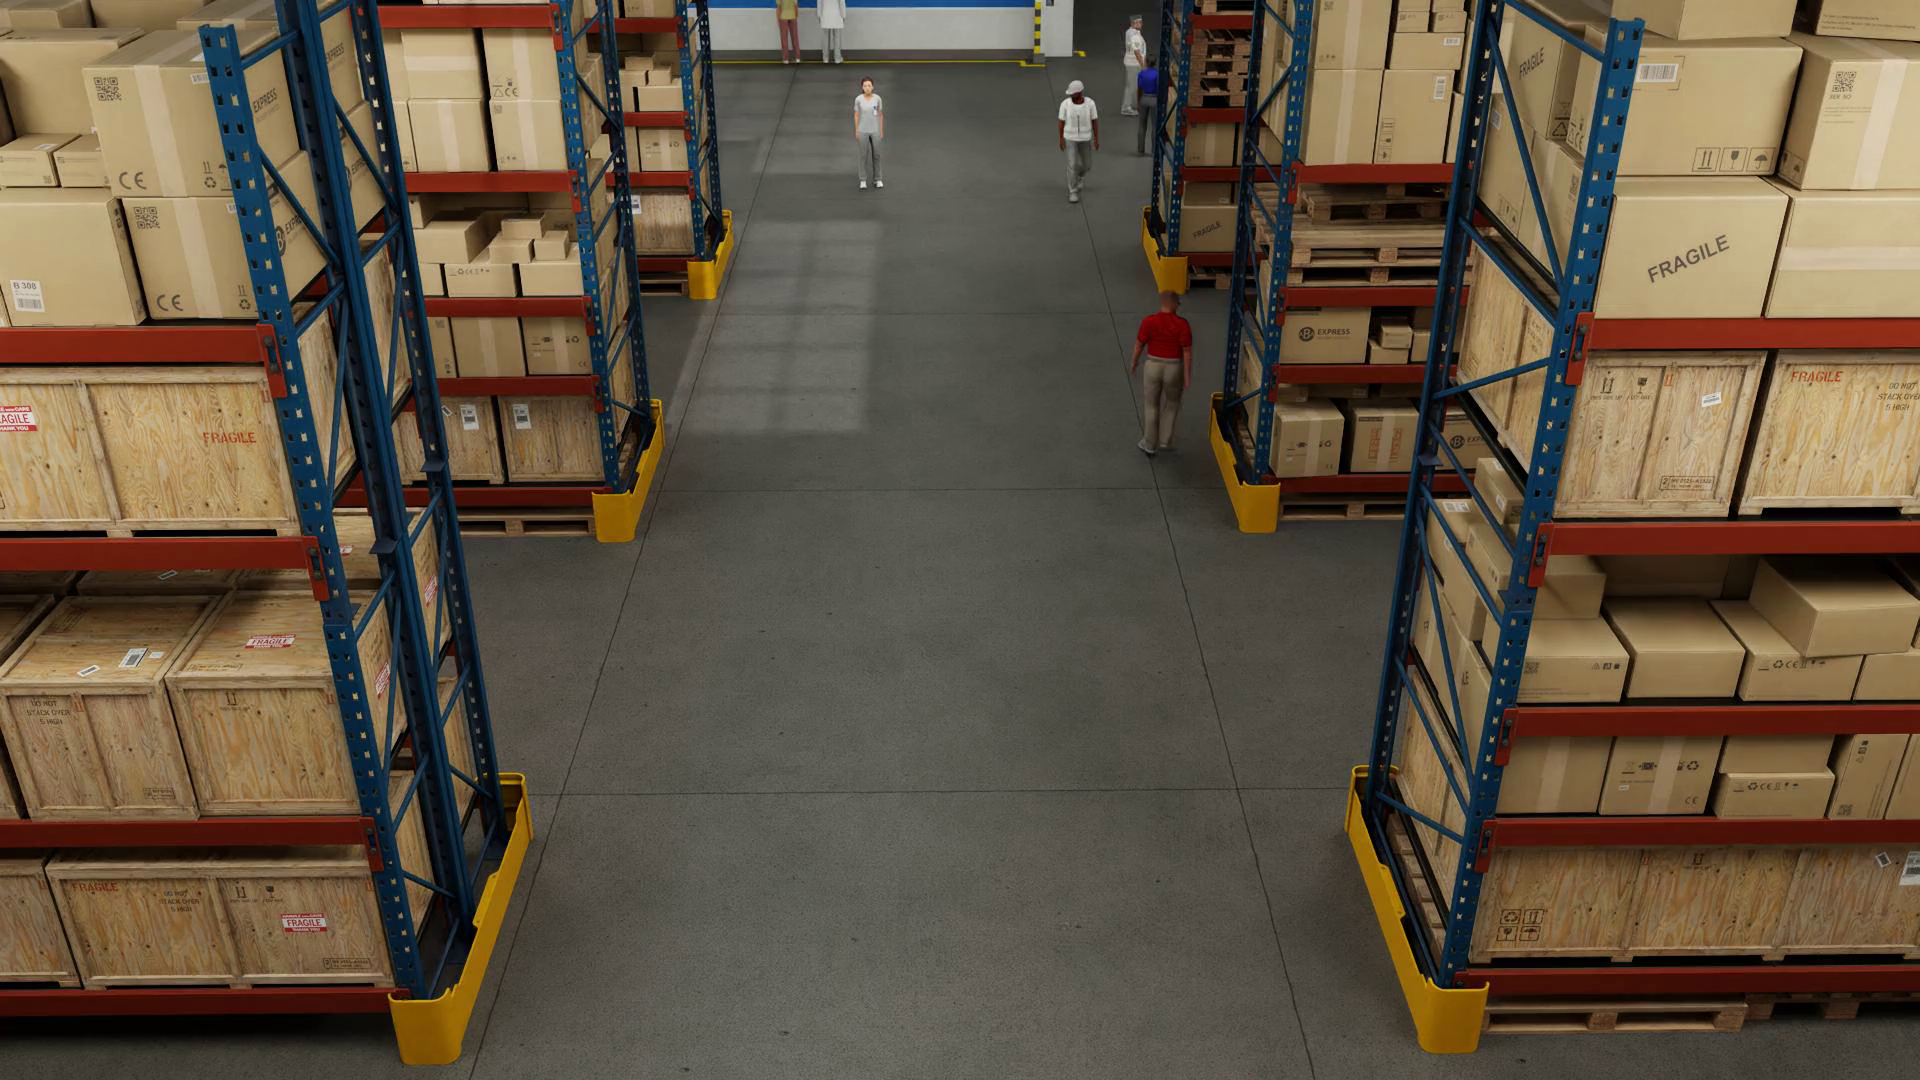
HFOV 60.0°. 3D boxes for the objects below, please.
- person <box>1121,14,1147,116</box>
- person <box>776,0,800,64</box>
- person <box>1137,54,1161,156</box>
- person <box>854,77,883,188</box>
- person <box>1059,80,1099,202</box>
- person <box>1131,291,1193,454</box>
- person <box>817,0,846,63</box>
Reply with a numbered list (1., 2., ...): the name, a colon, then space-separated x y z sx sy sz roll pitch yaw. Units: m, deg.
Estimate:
1. person: 3.243 -8.480 29.667 0.688 1.759 0.588 -1 28 -1
2. person: -3.473 -10.432 33.392 0.448 1.682 0.388 -11 30 -19
3. person: 3.130 -7.148 27.320 0.452 1.660 0.336 8 29 15
4. person: -1.402 -6.313 25.748 0.437 1.672 0.394 -5 29 -9
5. person: 1.803 -6.083 25.209 0.605 1.755 0.797 -2 28 -4
6. person: 2.070 -1.722 17.161 0.636 1.771 0.490 4 29 8
7. person: -2.574 -10.508 33.385 0.579 1.777 0.385 2 28 4
